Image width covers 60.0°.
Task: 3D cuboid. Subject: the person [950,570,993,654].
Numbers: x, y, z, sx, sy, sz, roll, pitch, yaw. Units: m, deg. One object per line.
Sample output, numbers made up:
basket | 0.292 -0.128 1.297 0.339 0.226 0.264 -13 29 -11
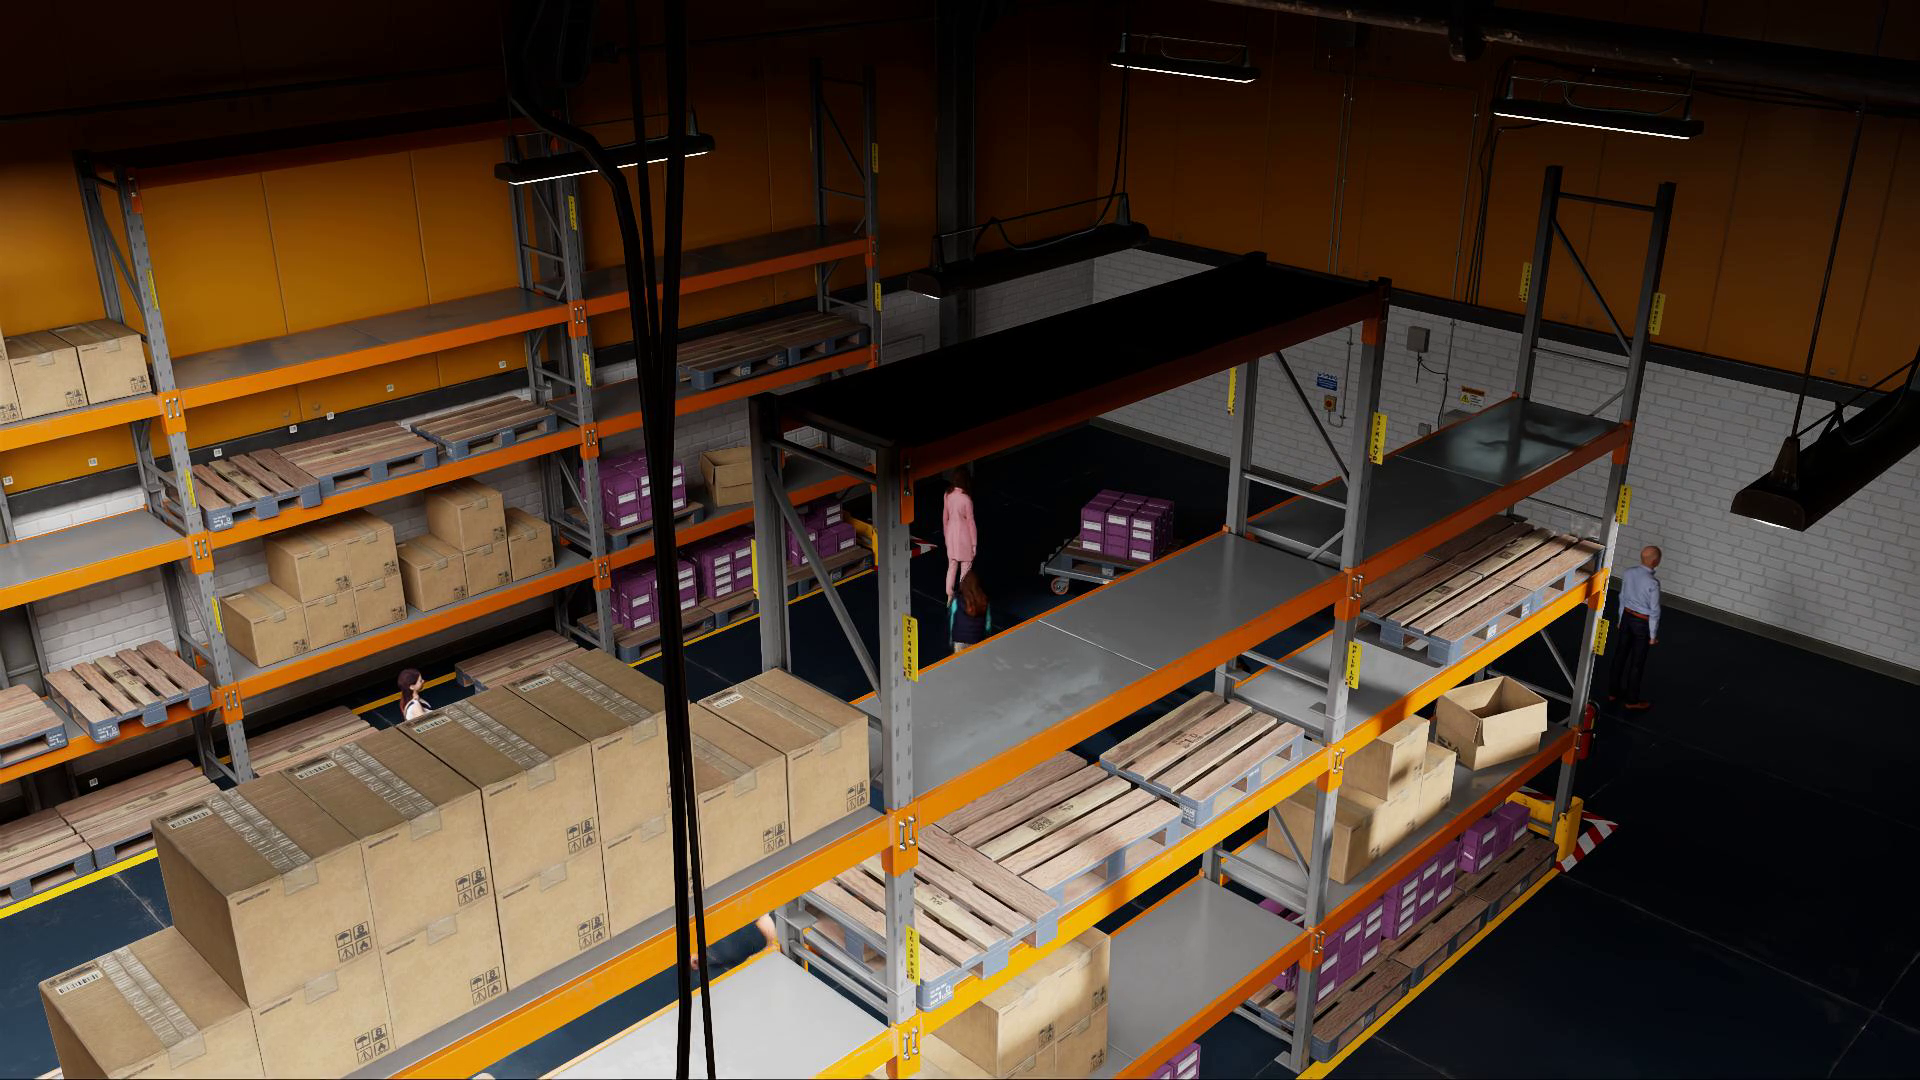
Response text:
person | 0.099 1.034 17.146 0.718 1.492 0.778 0 24 0

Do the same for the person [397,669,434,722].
person | -4.853 1.896 14.977 0.530 1.649 0.568 -18 29 -35

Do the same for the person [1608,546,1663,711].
person | 6.970 0.885 17.112 0.671 1.791 0.706 -12 26 -25

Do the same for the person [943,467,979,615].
person | -0.009 0.019 19.081 0.634 1.801 0.538 19 30 36
